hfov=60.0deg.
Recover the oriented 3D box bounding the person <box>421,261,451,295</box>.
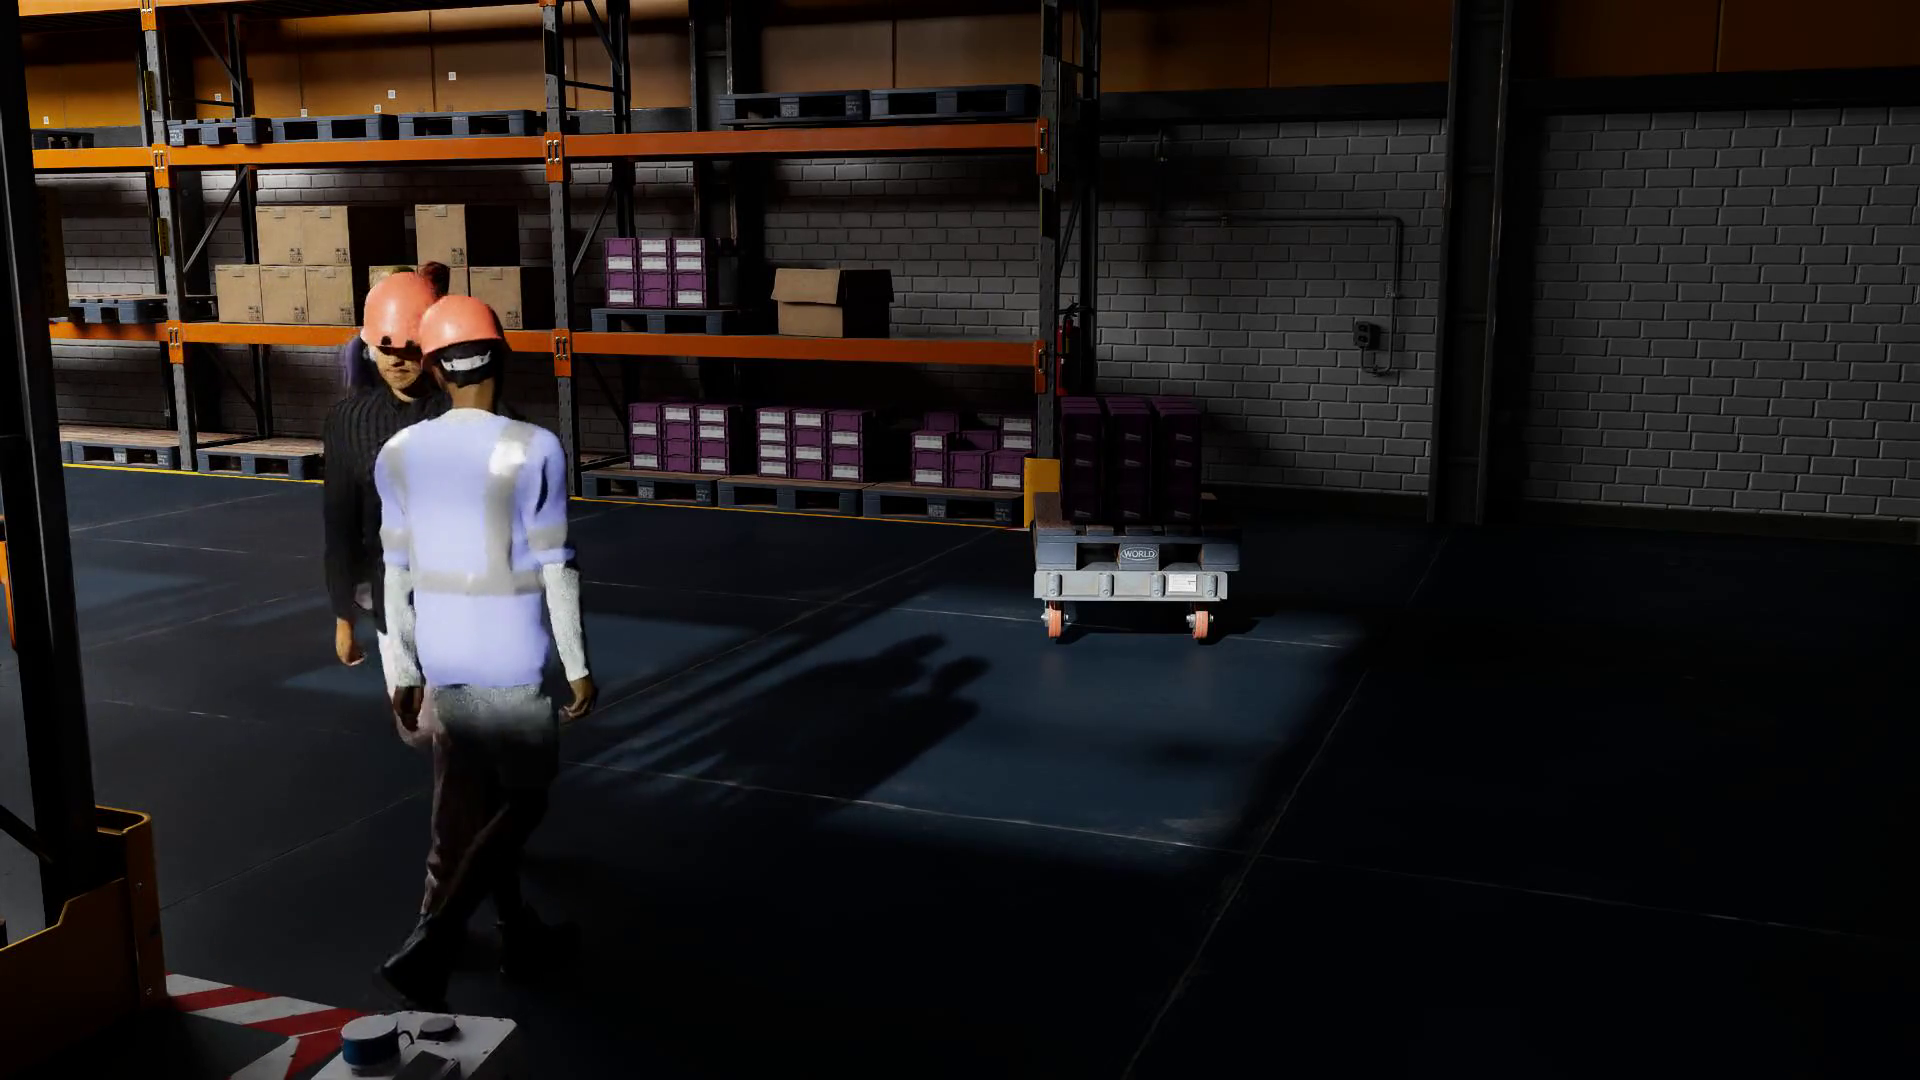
[{"bbox_3d":[-3.974,-1.166,12.611,0.604,1.872,0.400,4,11,23],"label":"person"}]

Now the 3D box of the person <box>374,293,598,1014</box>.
[{"bbox_3d":[-1.281,0.321,4.310,0.547,1.892,0.760,4,11,23],"label":"person"}]

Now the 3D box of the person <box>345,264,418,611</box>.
[{"bbox_3d":[-2.964,-0.491,8.765,0.647,1.908,0.591,6,12,32],"label":"person"}]

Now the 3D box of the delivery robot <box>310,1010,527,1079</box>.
[{"bbox_3d":[-1.105,1.146,3.155,0.477,0.478,0.707,2,10,9],"label":"delivery robot"}]

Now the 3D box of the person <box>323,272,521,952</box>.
[{"bbox_3d":[-1.547,0.176,4.974,0.651,1.955,0.982,1,10,8],"label":"person"}]
